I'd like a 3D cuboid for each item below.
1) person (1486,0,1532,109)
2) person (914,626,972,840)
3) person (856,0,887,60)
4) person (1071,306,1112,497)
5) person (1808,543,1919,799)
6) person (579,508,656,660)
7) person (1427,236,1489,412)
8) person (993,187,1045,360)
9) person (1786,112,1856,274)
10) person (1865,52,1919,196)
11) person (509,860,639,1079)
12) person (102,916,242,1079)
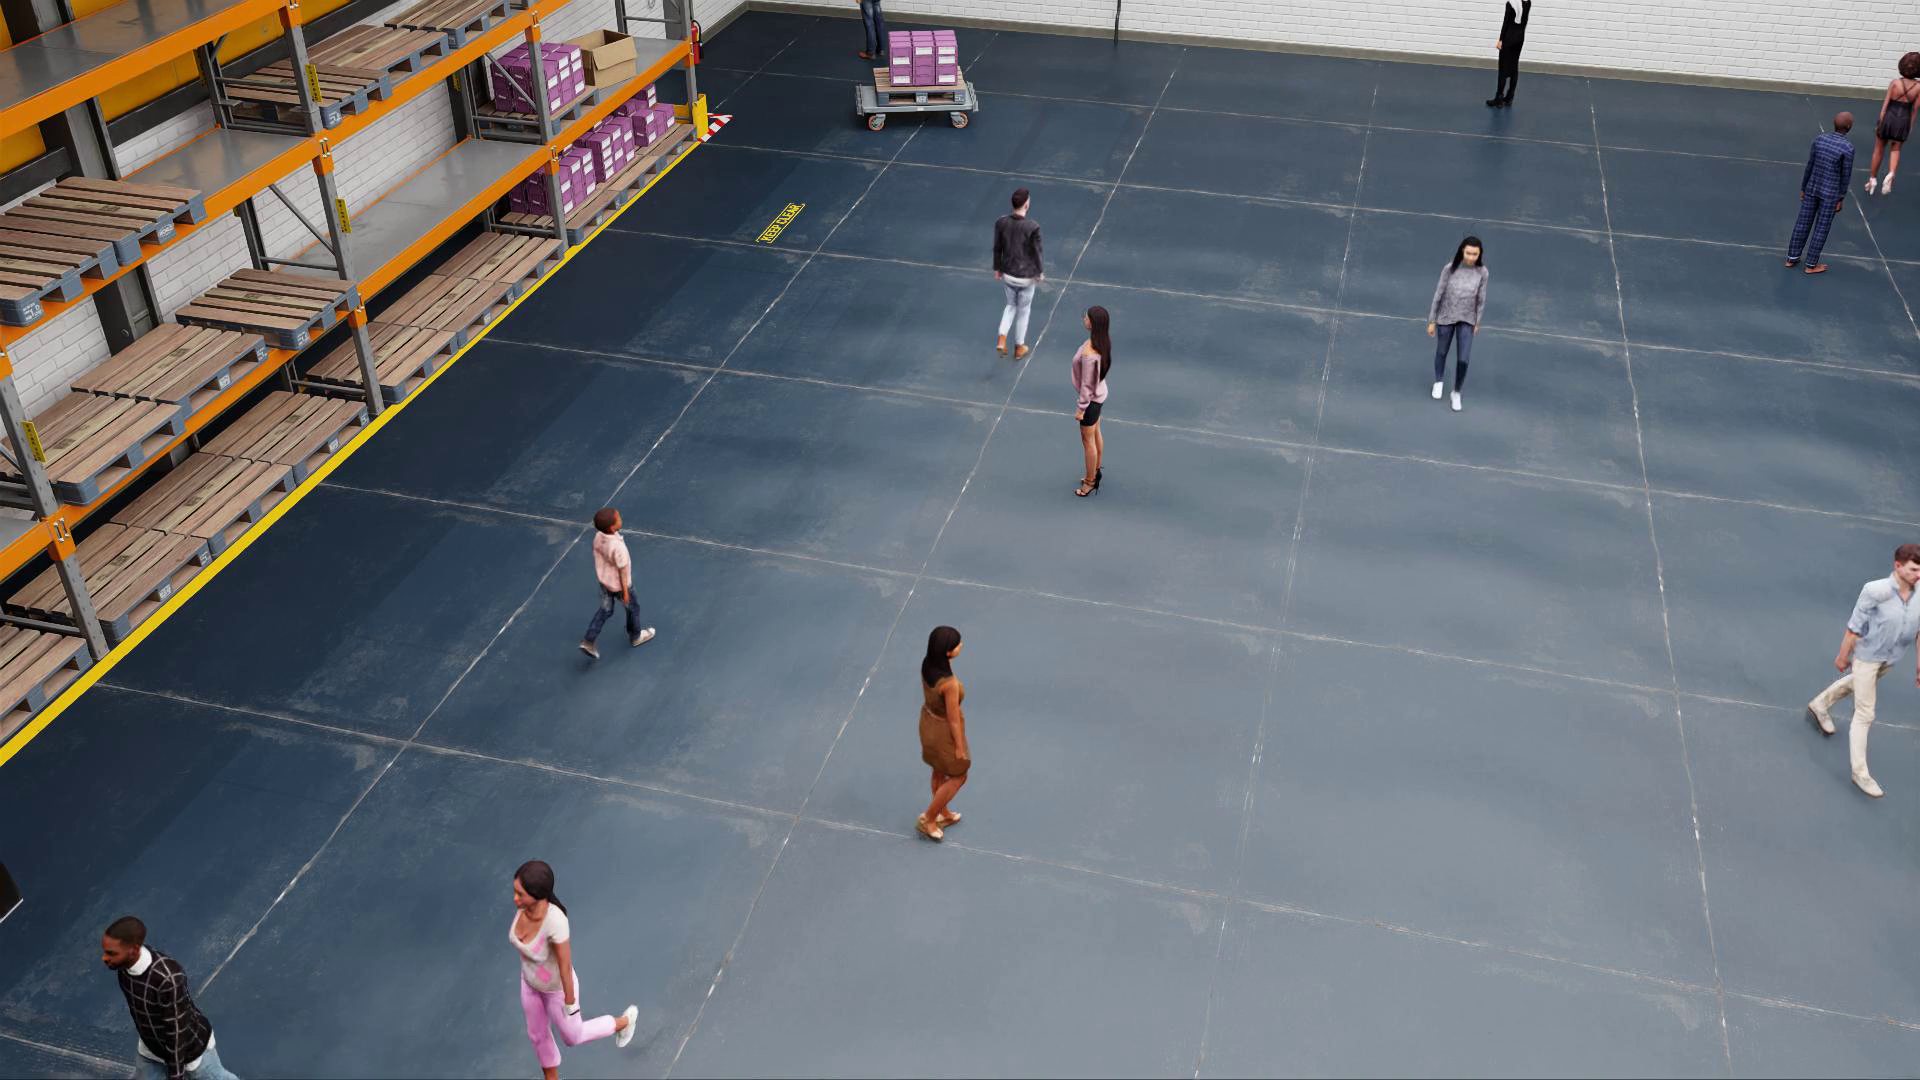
[{"bbox_3d":[7.666,-6.901,23.068,0.669,1.777,0.728,-18,37,-24],"label":"person"},{"bbox_3d":[-0.131,1.265,10.868,0.760,1.683,0.698,-14,36,-20],"label":"person"},{"bbox_3d":[-1.333,-8.172,24.914,0.803,1.851,0.676,26,42,34],"label":"person"},{"bbox_3d":[1.153,-1.205,14.468,0.693,1.812,0.494,12,35,18],"label":"person"},{"bbox_3d":[6.296,0.756,11.527,1.016,1.802,1.333,-5,34,-7],"label":"person"},{"bbox_3d":[-2.678,0.336,12.621,0.731,1.290,0.931,25,41,33],"label":"person"},{"bbox_3d":[4.765,-2.152,15.982,0.646,1.712,0.731,10,35,15],"label":"person"},{"bbox_3d":[0.557,-2.605,16.562,0.749,1.824,0.812,16,37,23],"label":"person"},{"bbox_3d":[9.590,-3.872,18.473,0.808,1.819,0.765,-21,39,-29],"label":"person"},{"bbox_3d":[11.351,-4.995,20.204,0.575,1.775,0.860,10,35,15],"label":"person"},{"bbox_3d":[-2.171,2.397,9.131,0.888,1.721,1.083,29,43,36],"label":"person"},{"bbox_3d":[-4.038,2.597,8.774,0.837,1.783,1.124,17,37,23],"label":"person"}]
